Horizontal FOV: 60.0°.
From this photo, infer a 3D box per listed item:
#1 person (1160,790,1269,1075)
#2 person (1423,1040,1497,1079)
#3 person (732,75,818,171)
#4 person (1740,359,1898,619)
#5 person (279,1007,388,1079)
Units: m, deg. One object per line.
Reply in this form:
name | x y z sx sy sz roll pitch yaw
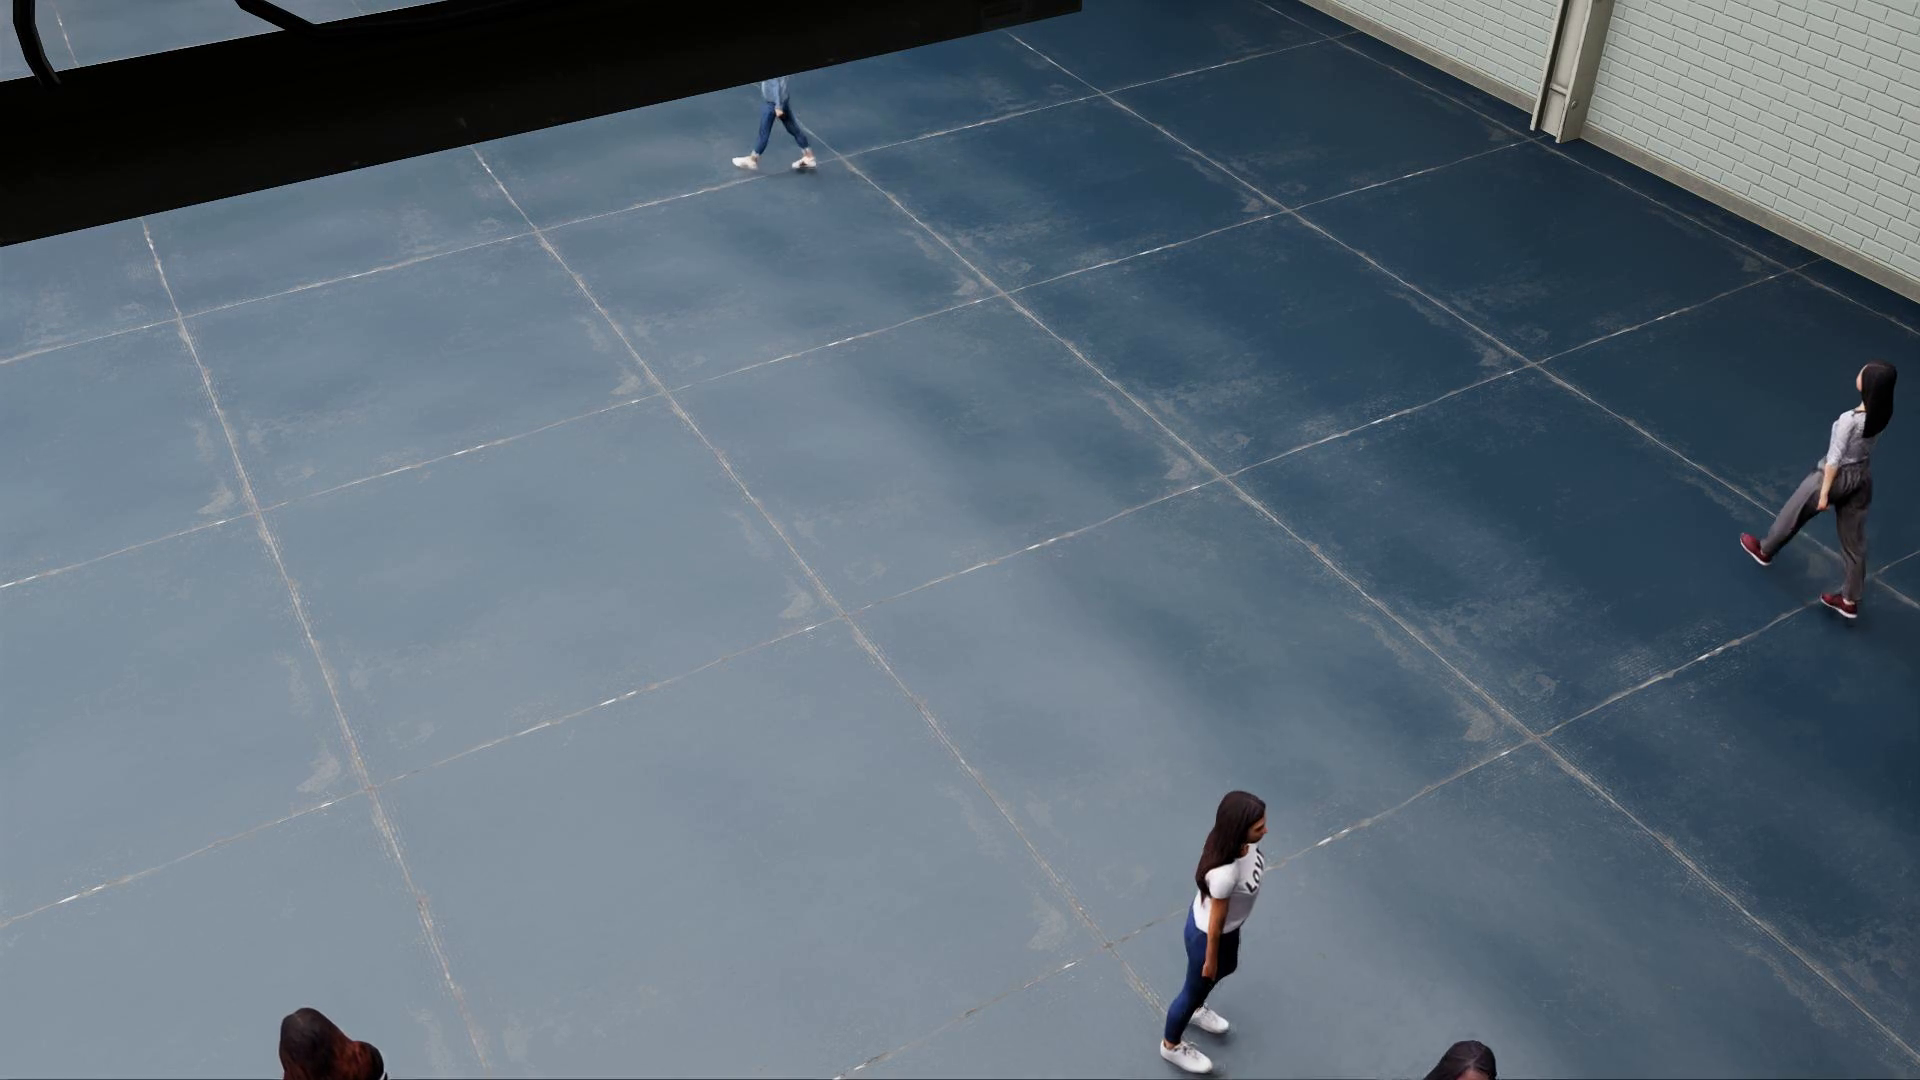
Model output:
person | 1.119 1.748 7.516 0.739 1.766 0.695 12 40 15
person | 1.837 2.474 6.662 0.910 1.674 1.259 -6 38 -7
person | -1.595 -4.015 15.146 1.001 1.442 1.037 2 38 3
person | 5.482 -0.289 10.183 0.715 1.687 1.158 -14 40 -18
person | -2.449 2.446 6.727 0.708 1.638 0.694 25 44 28
